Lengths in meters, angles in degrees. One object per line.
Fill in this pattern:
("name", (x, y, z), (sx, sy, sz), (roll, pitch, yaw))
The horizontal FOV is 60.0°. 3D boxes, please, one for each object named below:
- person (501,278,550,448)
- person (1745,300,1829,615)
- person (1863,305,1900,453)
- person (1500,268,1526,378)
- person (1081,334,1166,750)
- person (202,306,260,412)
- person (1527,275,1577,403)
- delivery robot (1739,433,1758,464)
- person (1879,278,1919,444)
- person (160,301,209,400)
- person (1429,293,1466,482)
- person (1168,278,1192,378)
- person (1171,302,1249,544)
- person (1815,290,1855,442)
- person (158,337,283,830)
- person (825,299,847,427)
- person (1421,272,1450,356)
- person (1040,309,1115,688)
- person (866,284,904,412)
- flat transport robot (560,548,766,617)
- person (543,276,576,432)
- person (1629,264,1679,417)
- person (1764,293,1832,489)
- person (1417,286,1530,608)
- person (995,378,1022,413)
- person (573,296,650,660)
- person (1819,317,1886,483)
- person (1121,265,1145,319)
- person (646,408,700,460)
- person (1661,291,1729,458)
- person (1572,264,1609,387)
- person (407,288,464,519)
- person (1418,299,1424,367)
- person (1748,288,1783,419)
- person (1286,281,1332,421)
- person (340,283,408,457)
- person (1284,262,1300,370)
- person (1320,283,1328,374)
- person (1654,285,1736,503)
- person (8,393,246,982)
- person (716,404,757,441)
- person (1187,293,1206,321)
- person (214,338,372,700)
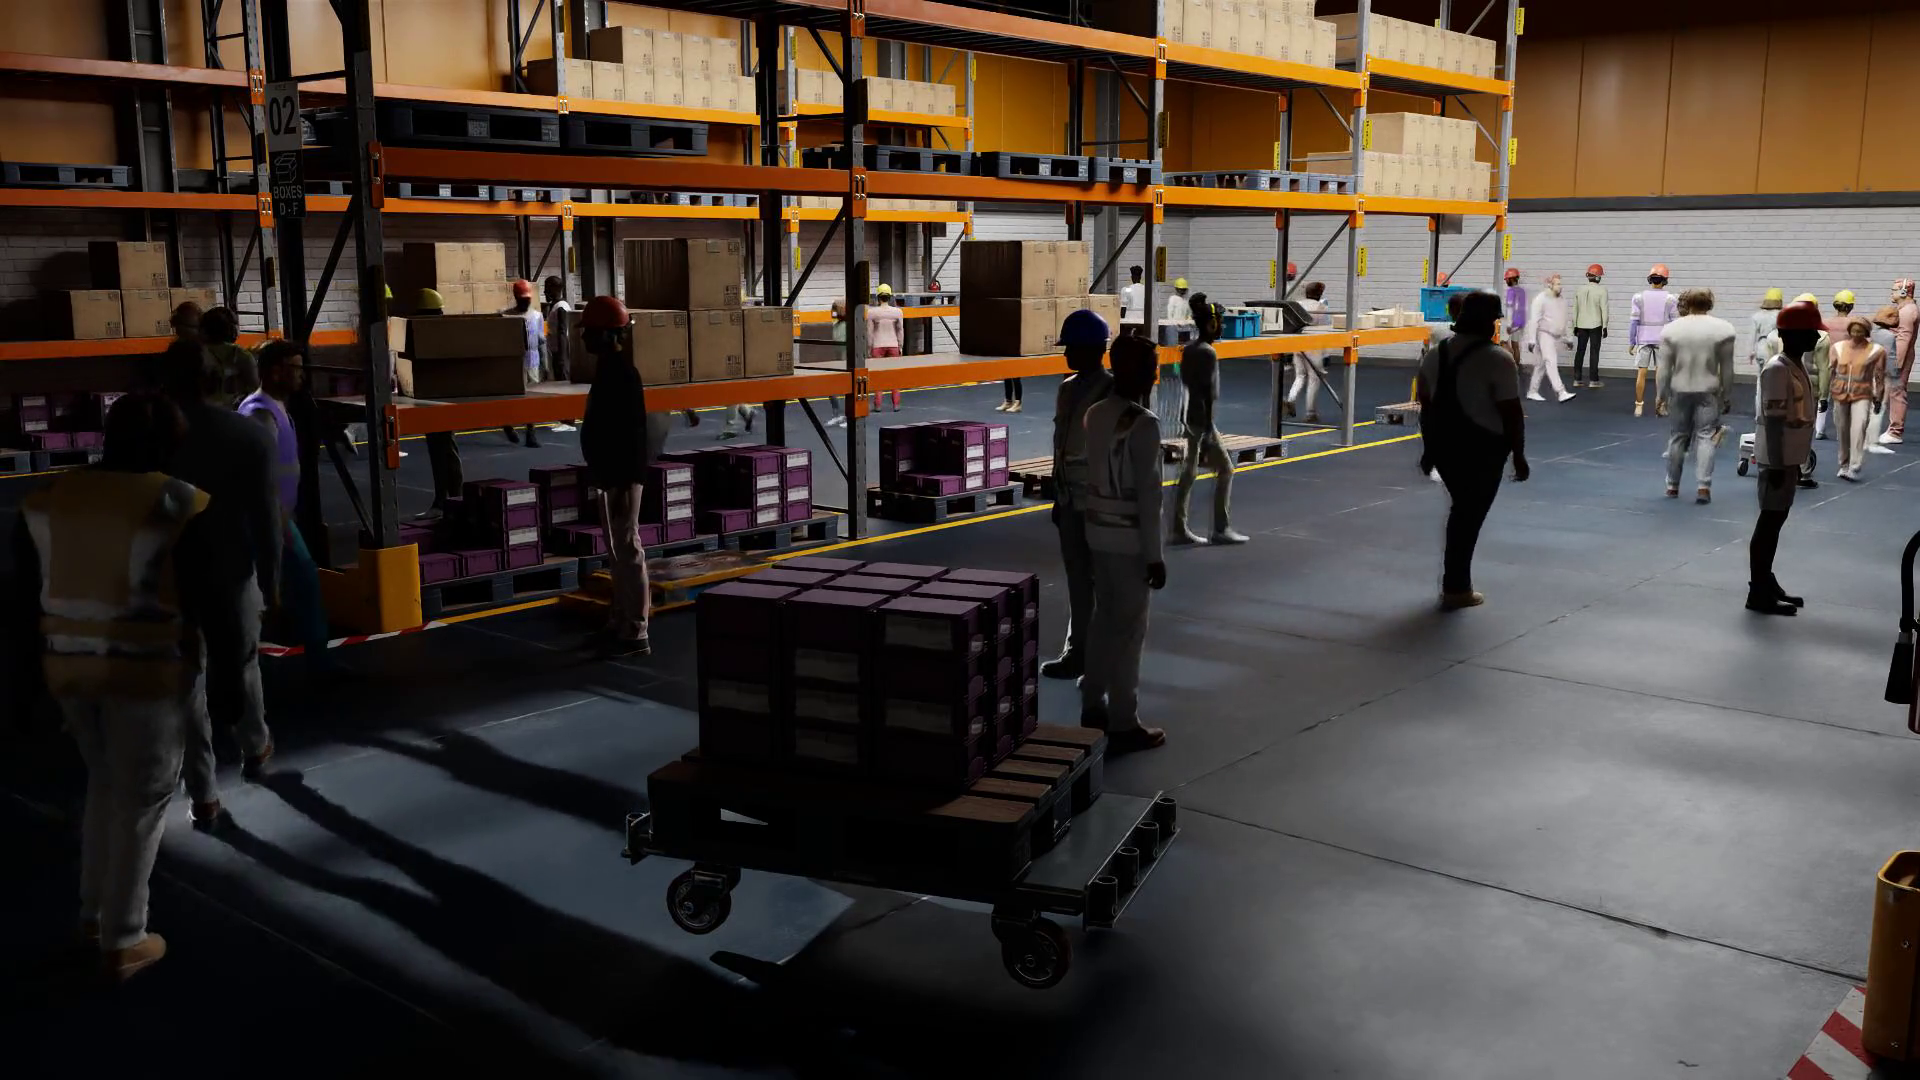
("person", (-4.932, -1.988, 18.772), (0.503, 1.916, 0.578), (10, 14, 44))
("person", (5.137, -0.517, 10.341), (0.360, 1.939, 0.543), (7, 12, 36))
("person", (10.181, -1.774, 18.371), (0.286, 1.633, 0.504), (2, 10, 10))
("person", (9.595, -3.762, 28.901), (0.576, 1.910, 0.461), (-9, 14, -43))
("person", (0.740, 0.013, 7.517), (0.356, 1.878, 0.583), (-4, 11, -19))
("person", (-5.172, -0.728, 11.812), (0.627, 1.847, 0.429), (3, 10, 15))
("person", (8.682, -2.922, 24.248), (0.676, 1.852, 0.976), (-7, 12, -34))
("delivery robot", (8.080, -0.956, 16.509), (0.707, 0.478, 0.477), (-6, 12, -31))
("person", (10.830, -2.063, 19.237), (0.410, 1.909, 0.643), (6, 11, 29))
("person", (-5.638, -0.807, 12.169), (0.684, 1.873, 0.432), (9, 13, 42))
("person", (4.860, -1.493, 16.254), (0.557, 1.812, 0.986), (8, 13, 39))
("person", (3.821, -3.681, 28.949), (0.565, 1.725, 0.432), (-9, 13, -40))
("person", (1.916, -0.874, 12.663), (0.711, 1.847, 0.514), (-4, 11, -21))
("person", (10.276, -2.029, 19.436), (0.307, 1.772, 0.525), (-7, 12, -34))
("person", (-3.064, 0.135, 6.731), (0.654, 1.890, 0.977), (-3, 11, -19))
("person", (-1.515, -2.213, 20.910), (0.499, 1.614, 0.503), (-7, 12, -36))
("person", (6.586, -2.708, 22.853), (0.544, 1.930, 0.382), (8, 13, 38))
("person", (0.661, -0.209, 8.557), (0.405, 1.946, 0.610), (-6, 12, -30))
("person", (-1.034, -2.637, 22.903), (0.525, 1.769, 0.309), (-2, 10, -12))
("flat transport robot", (-1.774, 0.264, 10.639), (0.652, 0.197, 1.431), (9, 13, 40))
("person", (-4.925, -2.297, 20.556), (0.379, 1.914, 0.593), (-4, 11, -21))
("person", (9.283, -2.661, 22.254), (0.615, 2.040, 0.391), (5, 11, 27))
("person", (7.867, -1.391, 15.620), (0.404, 1.831, 0.600), (-8, 13, -40))
("person", (3.282, -0.594, 10.491), (0.663, 2.000, 0.696), (-5, 11, -27))
("person", (0.687, -2.590, 22.857), (0.318, 1.693, 0.544), (-5, 11, -28))
("person", (-1.913, -0.343, 9.189), (0.379, 1.996, 0.610), (-4, 11, -22))
("person", (8.656, -1.365, 16.149), (0.797, 1.595, 0.517), (-9, 13, -42))
("person", (3.051, -3.777, 28.854), (0.604, 1.958, 0.372), (-3, 10, -18))
("person", (-2.432, -1.068, 13.609), (0.656, 1.898, 0.958), (8, 13, 39))
("person", (7.945, -1.763, 17.829), (0.693, 1.811, 0.532), (-1, 10, -8))
("person", (10.295, -3.493, 27.127), (0.394, 1.992, 0.622), (-8, 13, -37))
("person", (-4.307, -1.096, 13.668), (0.373, 1.925, 0.595), (-8, 13, -40))
("person", (8.325, -3.711, 29.380), (0.515, 1.639, 0.315), (4, 11, 24))
("person", (10.749, -2.456, 22.010), (0.680, 1.722, 0.492), (-7, 12, -36))
("person", (4.527, -2.441, 21.615), (0.646, 1.828, 0.502), (9, 13, 42))
("person", (-6.280, -1.801, 17.757), (0.587, 1.907, 0.612), (8, 13, 39))
("person", (6.000, -4.106, 30.624), (0.445, 2.008, 0.704), (0, 10, 0))
("person", (6.414, -3.806, 29.920), (0.308, 1.641, 0.517), (-7, 12, -36))
("person", (6.558, -1.304, 14.859), (0.639, 1.945, 0.411), (5, 11, 25))
("person", (-2.605, 0.453, 5.206), (0.644, 1.803, 0.569), (1, 10, 7))
("person", (-2.664, -2.092, 19.690), (0.600, 1.814, 0.673), (9, 13, 40))
("person", (3.038, -2.335, 21.432), (0.322, 1.687, 0.602), (-1, 10, -4))
("person", (-3.369, -0.103, 8.336), (0.843, 1.803, 0.603), (-3, 10, -15))
